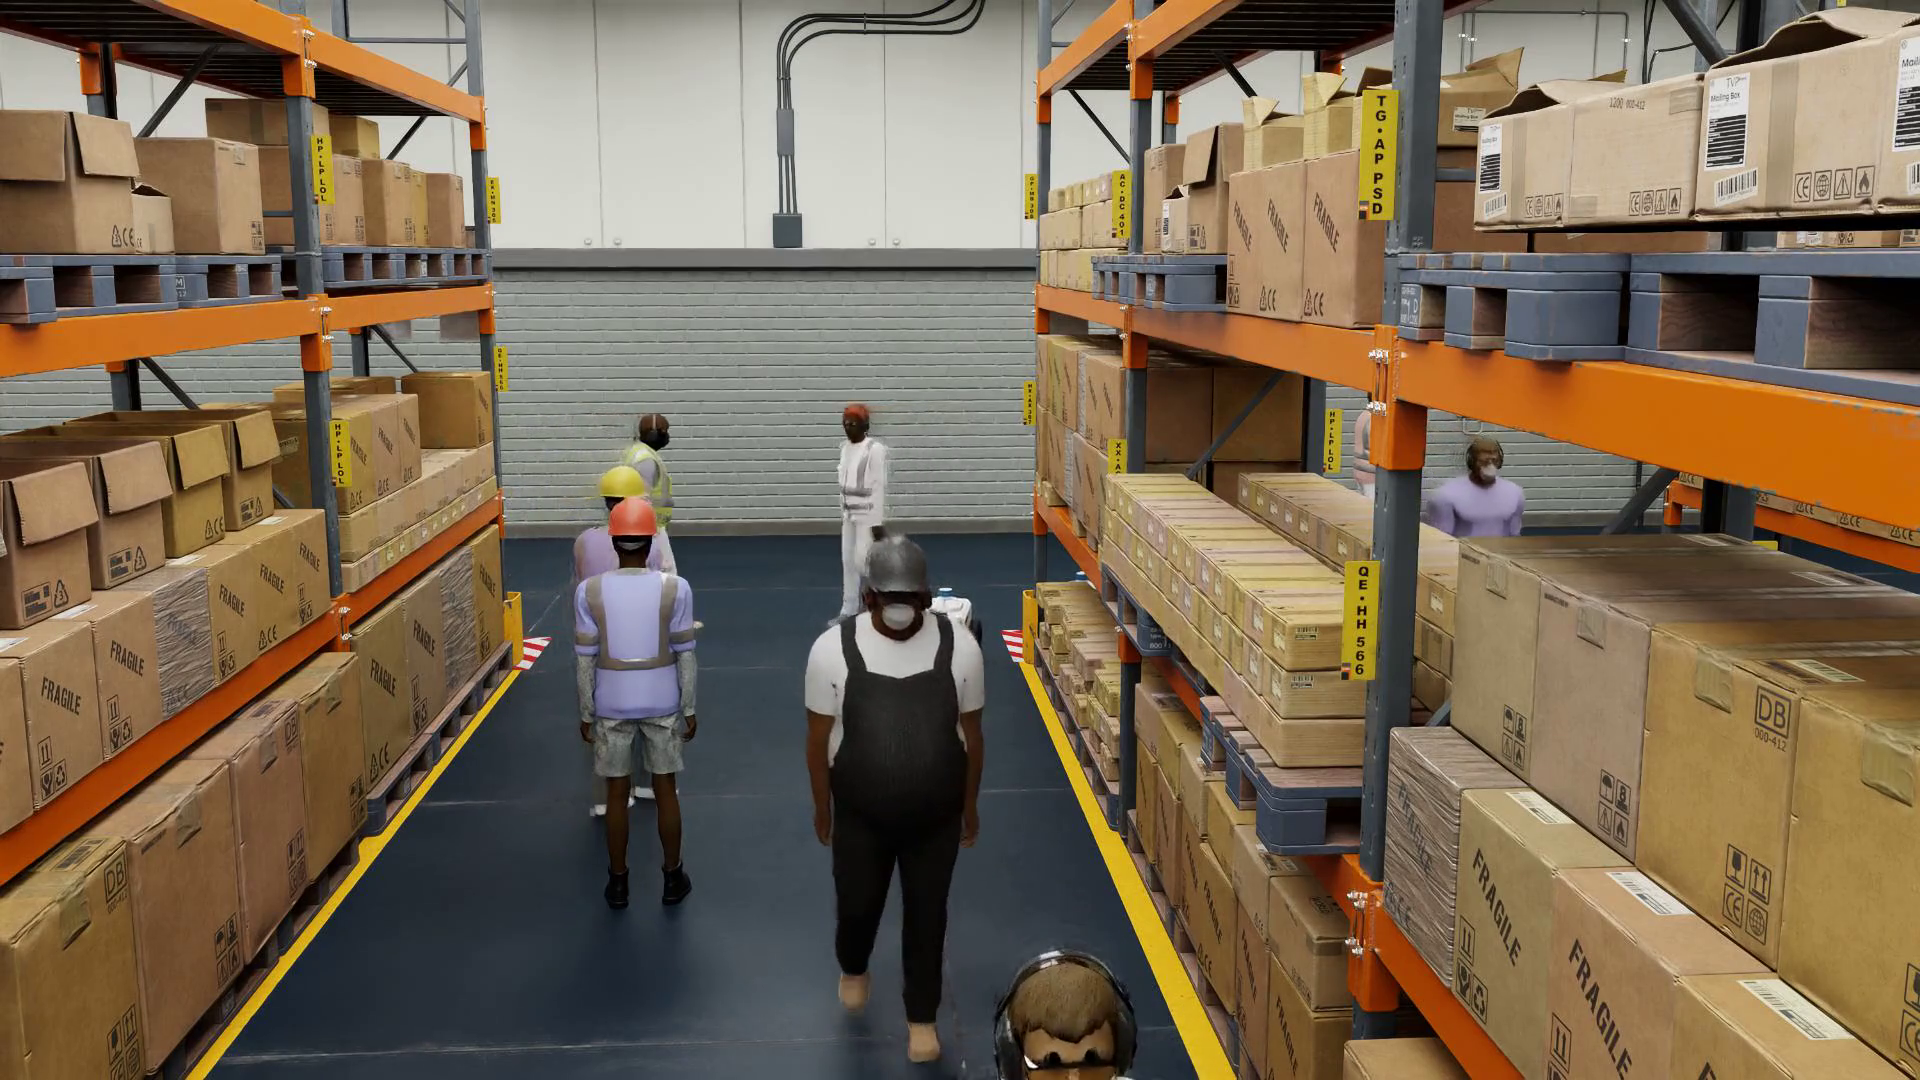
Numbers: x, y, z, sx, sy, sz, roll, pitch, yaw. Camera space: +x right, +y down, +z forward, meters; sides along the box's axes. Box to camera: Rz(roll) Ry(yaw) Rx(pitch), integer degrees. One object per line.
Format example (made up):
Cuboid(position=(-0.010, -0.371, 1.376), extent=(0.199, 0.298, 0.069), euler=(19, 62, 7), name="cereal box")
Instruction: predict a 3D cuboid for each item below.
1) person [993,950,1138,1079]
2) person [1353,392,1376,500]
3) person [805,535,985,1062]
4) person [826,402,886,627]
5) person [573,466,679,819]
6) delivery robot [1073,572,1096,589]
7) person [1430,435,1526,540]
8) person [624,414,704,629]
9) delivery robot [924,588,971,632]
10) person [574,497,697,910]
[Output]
Cuboid(position=(0.194, 1.616, 2.889), extent=(0.653, 1.882, 1.007), euler=(-1, 10, -8), name="person")
Cuboid(position=(3.965, -0.563, 15.847), extent=(0.430, 1.845, 0.620), euler=(0, 10, -2), name="person")
Cuboid(position=(-0.231, 0.955, 6.321), extent=(0.686, 2.000, 0.578), euler=(-1, 10, -8), name="person")
Cuboid(position=(-0.760, -0.198, 13.598), extent=(0.568, 1.874, 0.626), euler=(-7, 12, -37), name="person")
Cuboid(position=(-1.805, 0.549, 9.099), extent=(0.630, 1.902, 0.658), euler=(5, 11, 28), name="person")
Cuboid(position=(0.966, 0.496, 13.116), extent=(0.707, 0.478, 0.477), euler=(-5, 11, -27), name="delivery robot")
Cuboid(position=(3.357, 0.241, 10.942), extent=(0.641, 1.912, 0.925), euler=(-1, 10, -5), name="person")
Cuboid(position=(-2.616, -0.125, 13.476), extent=(0.935, 1.802, 0.643), euler=(-3, 10, -18), name="person")
Cuboid(position=(-0.107, 0.604, 12.483), extent=(0.477, 0.478, 0.707), euler=(1, 10, 5), name="delivery robot")
Cuboid(position=(-1.506, 0.760, 7.778), extent=(0.552, 1.934, 0.364), euler=(-2, 10, -9), name="person")
